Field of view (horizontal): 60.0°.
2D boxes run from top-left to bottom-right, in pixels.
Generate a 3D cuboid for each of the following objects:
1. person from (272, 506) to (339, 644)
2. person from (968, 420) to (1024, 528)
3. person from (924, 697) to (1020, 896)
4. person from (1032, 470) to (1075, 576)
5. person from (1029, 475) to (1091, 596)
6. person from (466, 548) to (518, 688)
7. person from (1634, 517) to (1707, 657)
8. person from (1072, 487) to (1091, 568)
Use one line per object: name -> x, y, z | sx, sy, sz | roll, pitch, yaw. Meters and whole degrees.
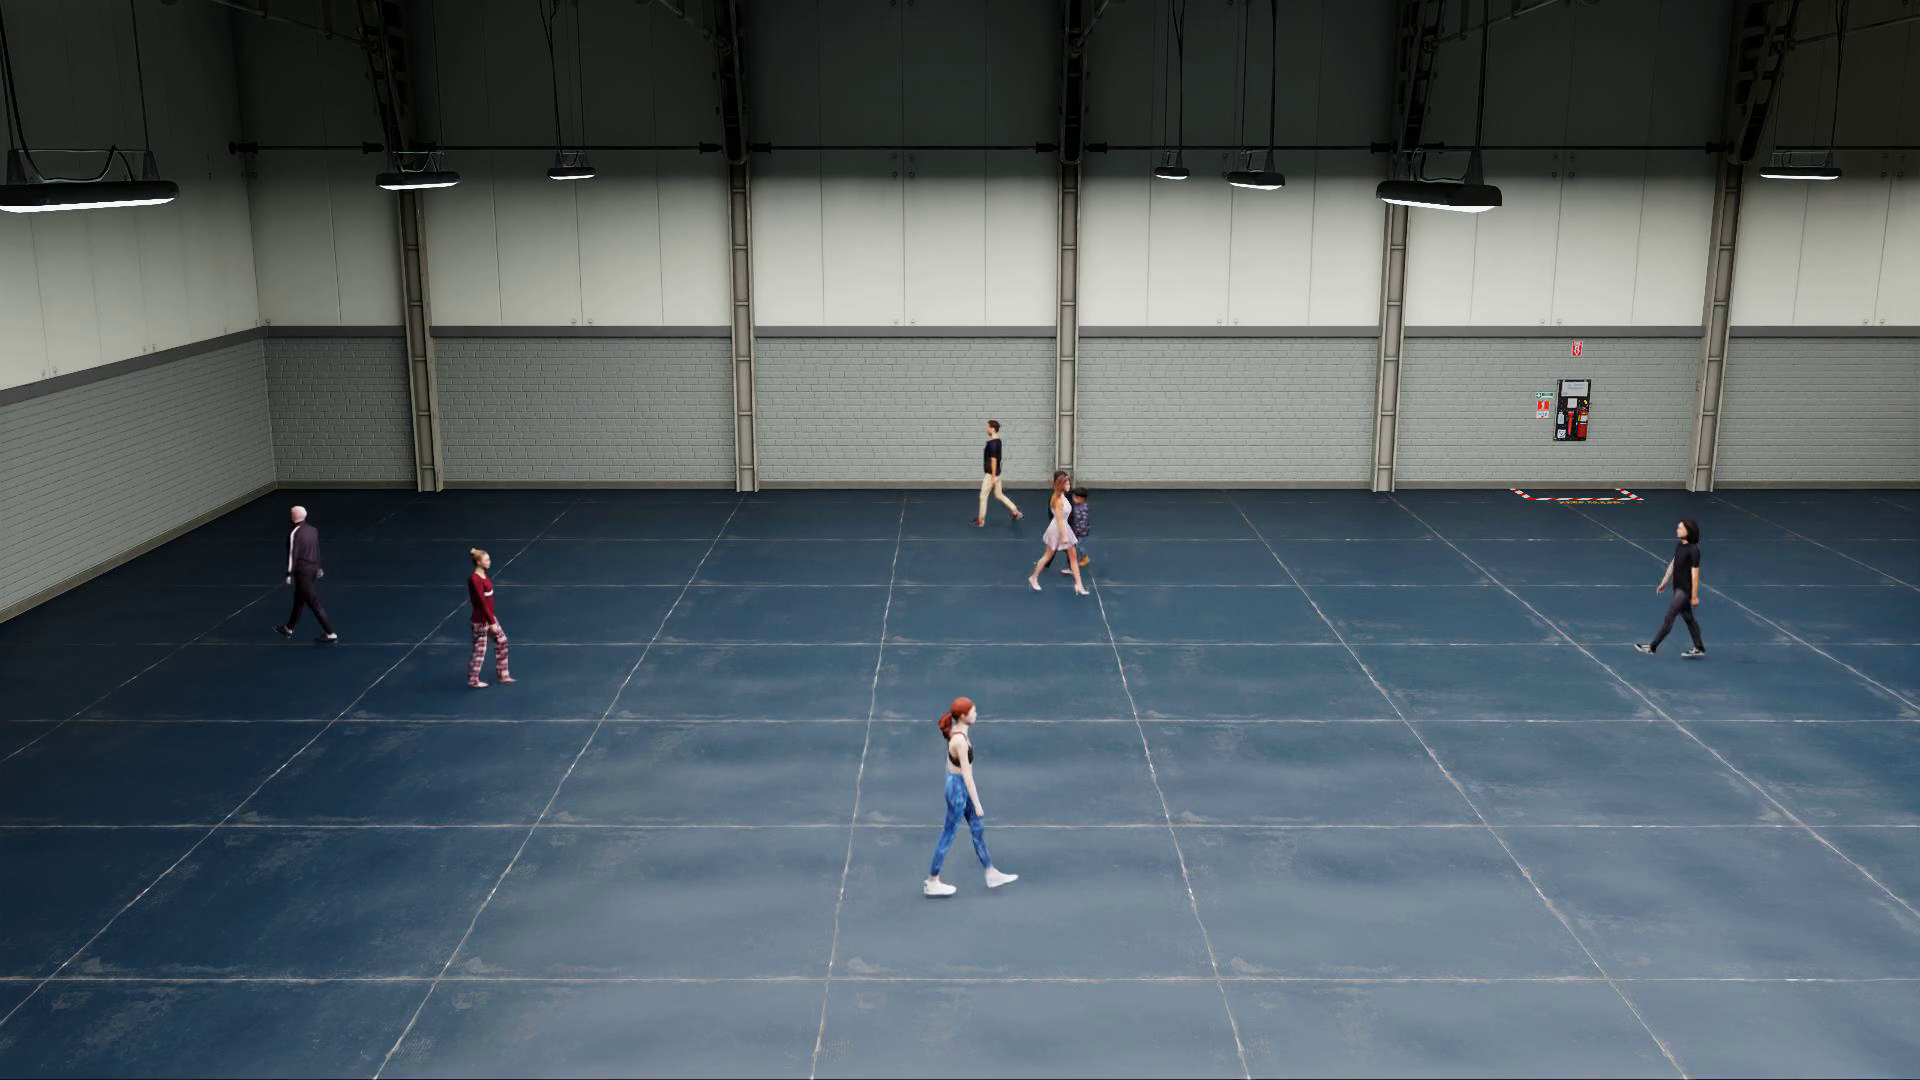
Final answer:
person -> -8.282, 0.495, 21.283 | 1.224, 1.775, 0.817 | 2, 13, 7
person -> 0.648, -1.086, 28.001 | 1.209, 1.824, 0.796 | 2, 13, 10
person -> -0.104, 2.193, 14.000 | 1.058, 1.752, 0.650 | -2, 13, -6
person -> 1.597, -0.239, 24.863 | 0.956, 1.589, 0.727 | 2, 13, 7
person -> 1.323, -0.033, 23.694 | 1.205, 1.716, 0.894 | 6, 14, 24
person -> -5.693, 0.939, 19.579 | 0.796, 1.679, 0.621 | 1, 13, 2
person -> 9.107, 0.613, 20.727 | 1.153, 1.796, 0.738 | 2, 13, 7
person -> 1.904, -0.199, 25.458 | 0.598, 1.242, 0.584 | -5, 14, -19
